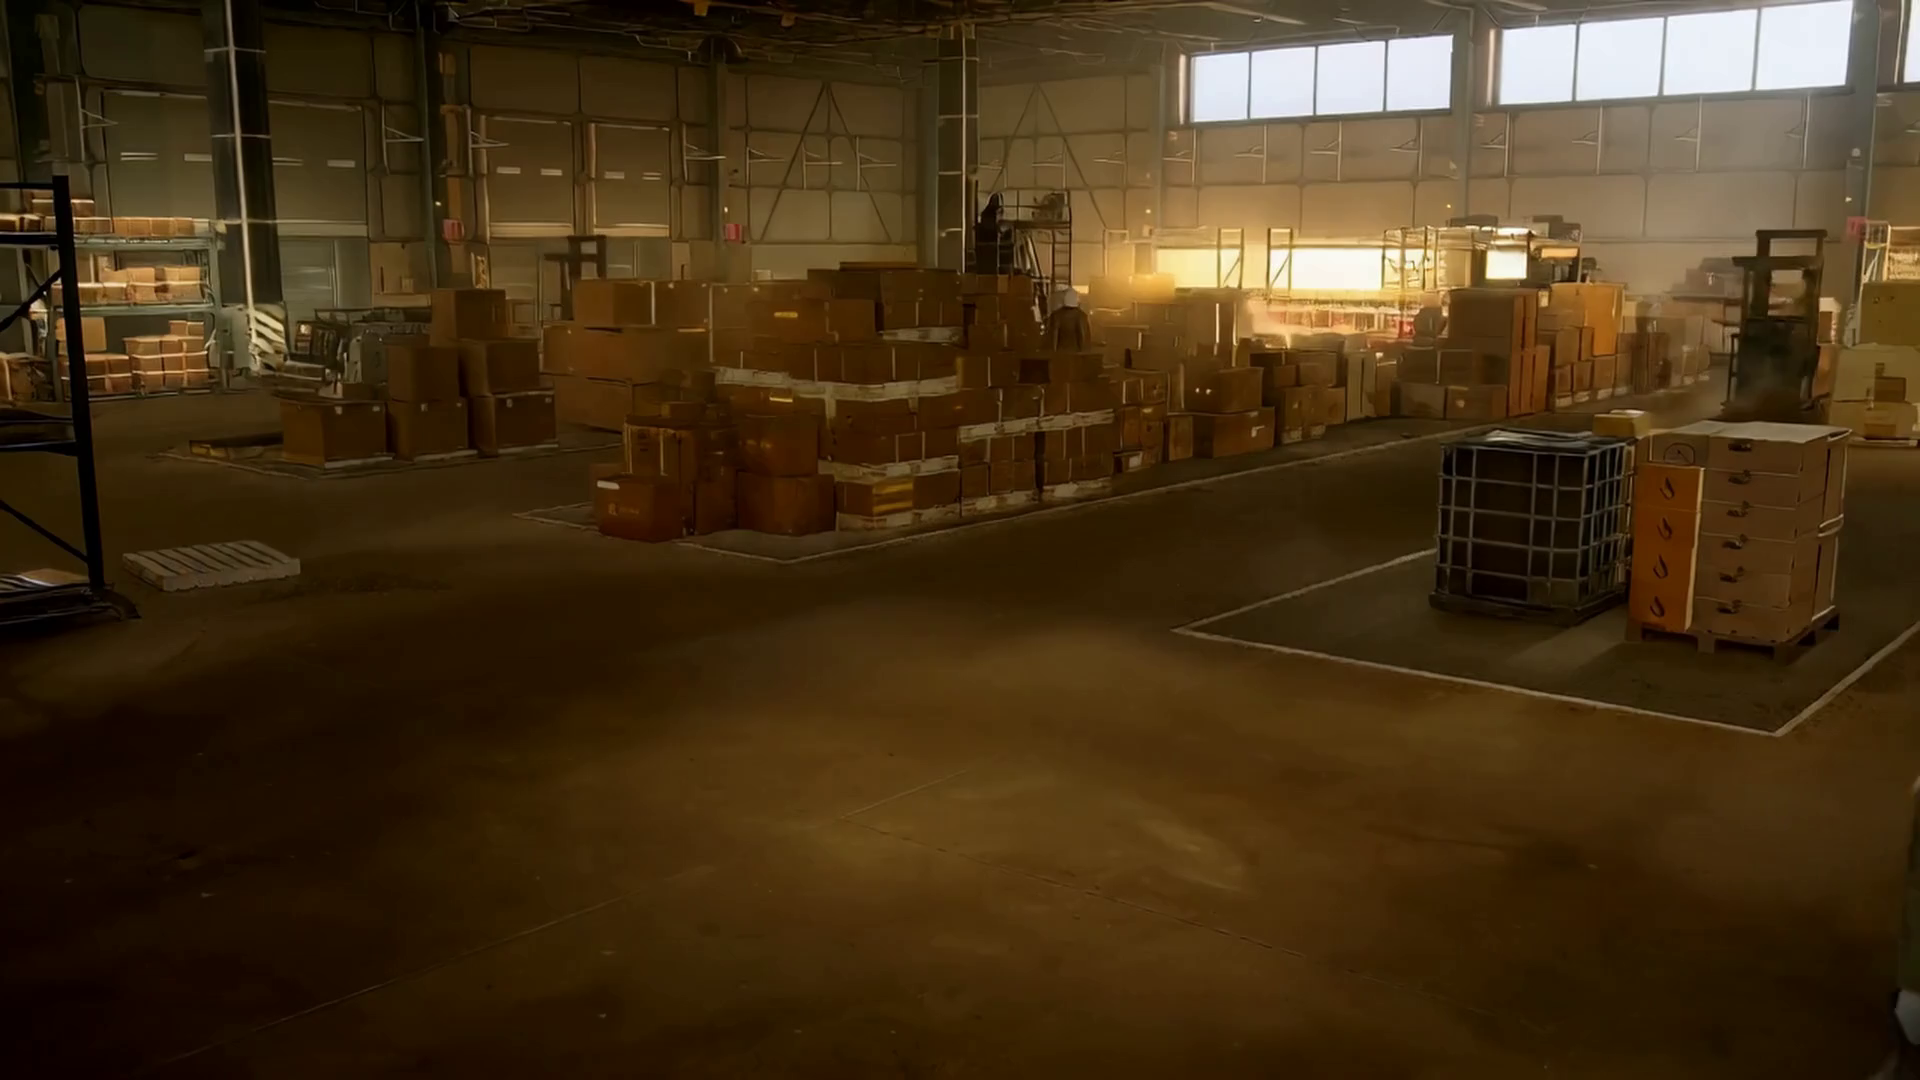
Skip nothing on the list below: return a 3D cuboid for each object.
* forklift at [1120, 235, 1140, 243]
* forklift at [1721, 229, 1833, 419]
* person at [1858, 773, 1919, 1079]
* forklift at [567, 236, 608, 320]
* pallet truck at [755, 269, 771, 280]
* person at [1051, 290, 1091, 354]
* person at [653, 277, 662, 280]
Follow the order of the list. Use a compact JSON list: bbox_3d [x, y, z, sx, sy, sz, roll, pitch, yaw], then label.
[{"bbox_3d":[3.948,-5.574,38.131,1.873,2.768,1.129,4,11,21],"label":"forklift"},{"bbox_3d":[12.551,-3.322,25.307,1.129,2.768,1.873,8,13,39],"label":"forklift"},{"bbox_3d":[2.473,1.042,4.087,0.526,1.605,0.805,-2,10,-10],"label":"person"},{"bbox_3d":[-8.560,-5.636,38.480,1.873,2.768,1.129,8,13,40],"label":"forklift"},{"bbox_3d":[-4.996,-6.432,45.525,1.885,1.965,0.823,-6,12,-32],"label":"pallet truck"},{"bbox_3d":[1.693,-2.908,25.739,0.638,1.914,0.853,3,10,17],"label":"person"},{"bbox_3d":[-6.520,-4.724,36.013,0.634,1.930,0.384,-5,11,-26],"label":"person"}]
